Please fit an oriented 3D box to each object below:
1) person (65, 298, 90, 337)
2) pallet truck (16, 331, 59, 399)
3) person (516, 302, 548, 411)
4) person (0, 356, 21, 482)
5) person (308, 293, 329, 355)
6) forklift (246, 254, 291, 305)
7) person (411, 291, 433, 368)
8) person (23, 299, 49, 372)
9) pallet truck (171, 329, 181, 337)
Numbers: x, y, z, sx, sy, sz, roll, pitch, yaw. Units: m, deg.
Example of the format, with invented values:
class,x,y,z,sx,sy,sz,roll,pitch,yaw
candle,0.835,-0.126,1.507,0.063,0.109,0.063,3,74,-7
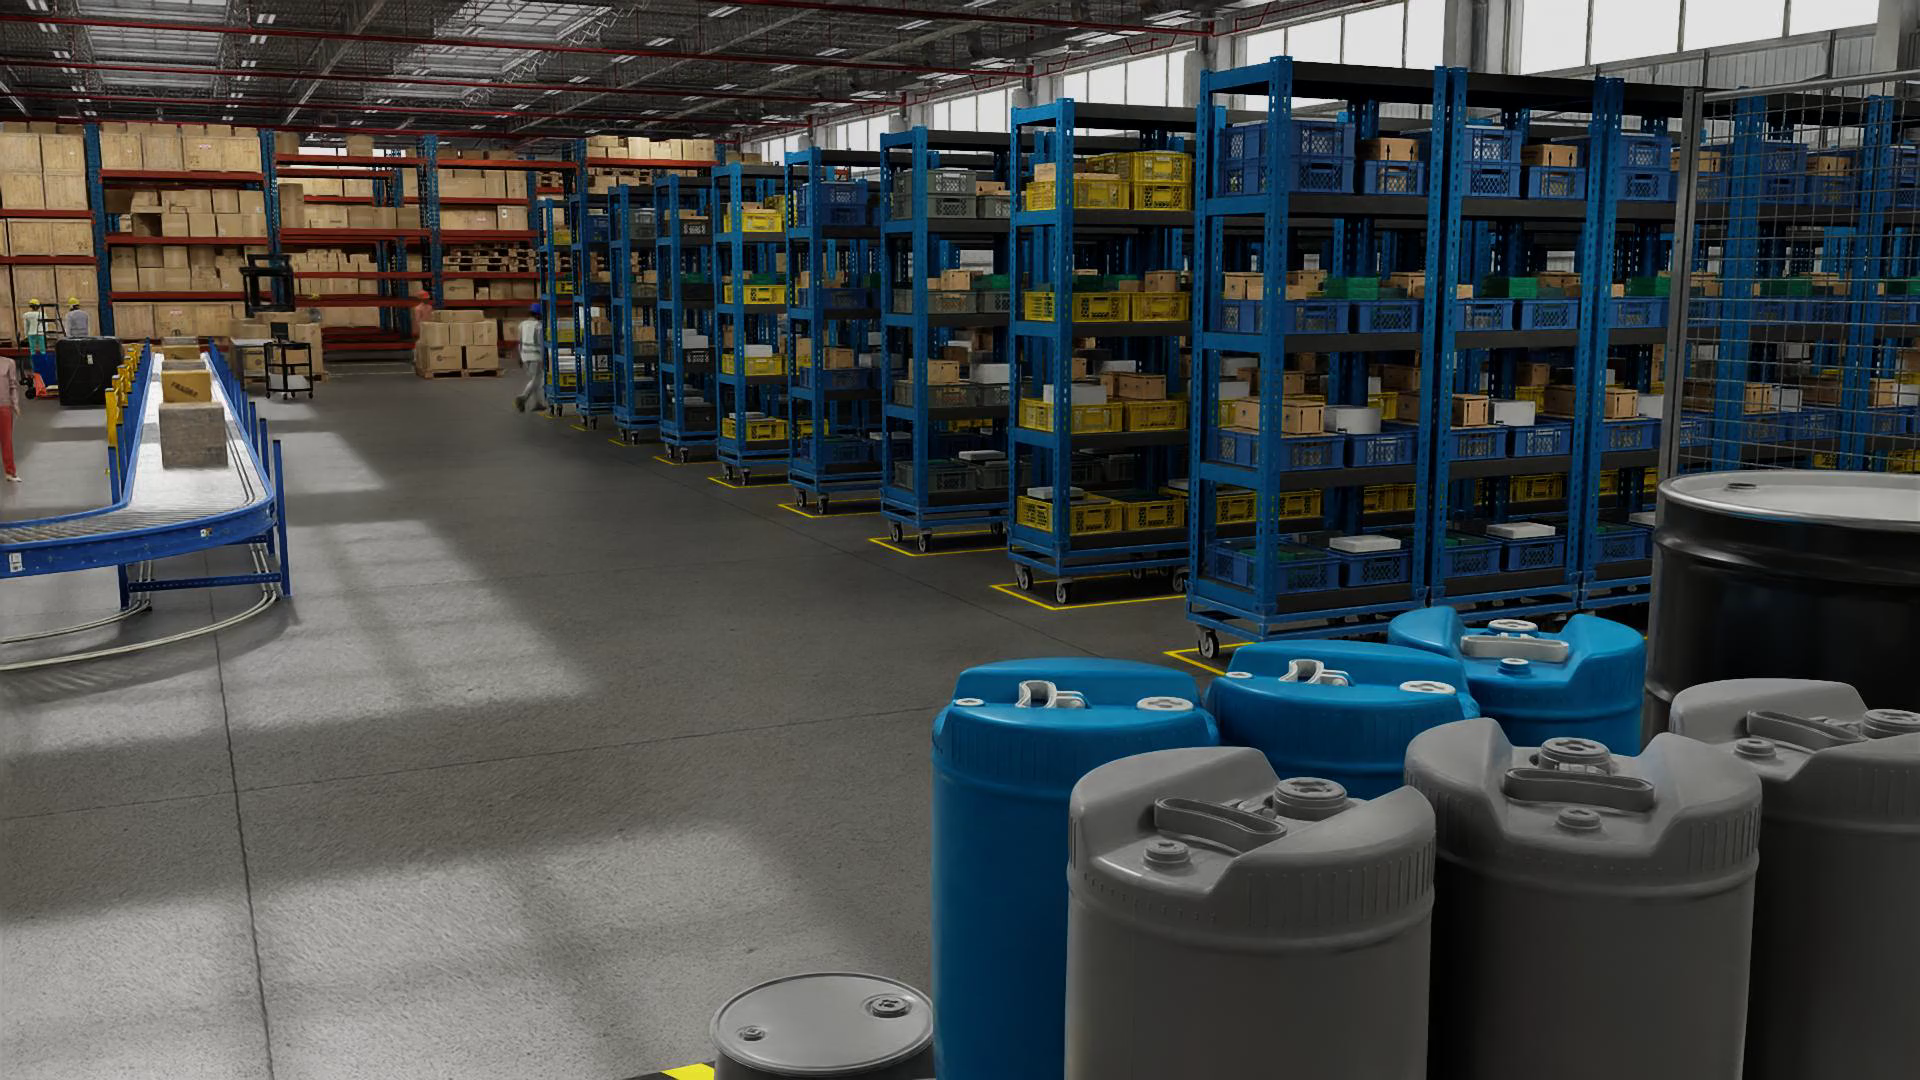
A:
class,x,y,z,sx,sy,sz,roll,pitch,yaw
person,-20.233,-4.633,38.129,0.403,1.822,0.591,4,10,26
pallet truck,-17.082,-3.353,31.781,1.630,1.274,0.653,-4,10,-25
person,-7.374,-3.137,28.594,0.646,1.904,0.821,5,10,28
person,-11.019,-1.522,18.974,0.525,1.770,0.307,-8,12,-42
person,-18.730,-6.234,48.088,0.786,1.808,0.586,-5,10,-29
forklift,-16.141,-5.309,39.029,1.129,2.768,1.873,-3,10,-16
person,-13.427,-5.260,41.617,1.015,1.951,0.636,6,11,32
person,-22.325,-4.943,40.214,0.526,1.765,0.329,-2,9,-15
pallet truck,-17.275,-3.851,35.096,1.601,1.201,0.680,0,9,1
